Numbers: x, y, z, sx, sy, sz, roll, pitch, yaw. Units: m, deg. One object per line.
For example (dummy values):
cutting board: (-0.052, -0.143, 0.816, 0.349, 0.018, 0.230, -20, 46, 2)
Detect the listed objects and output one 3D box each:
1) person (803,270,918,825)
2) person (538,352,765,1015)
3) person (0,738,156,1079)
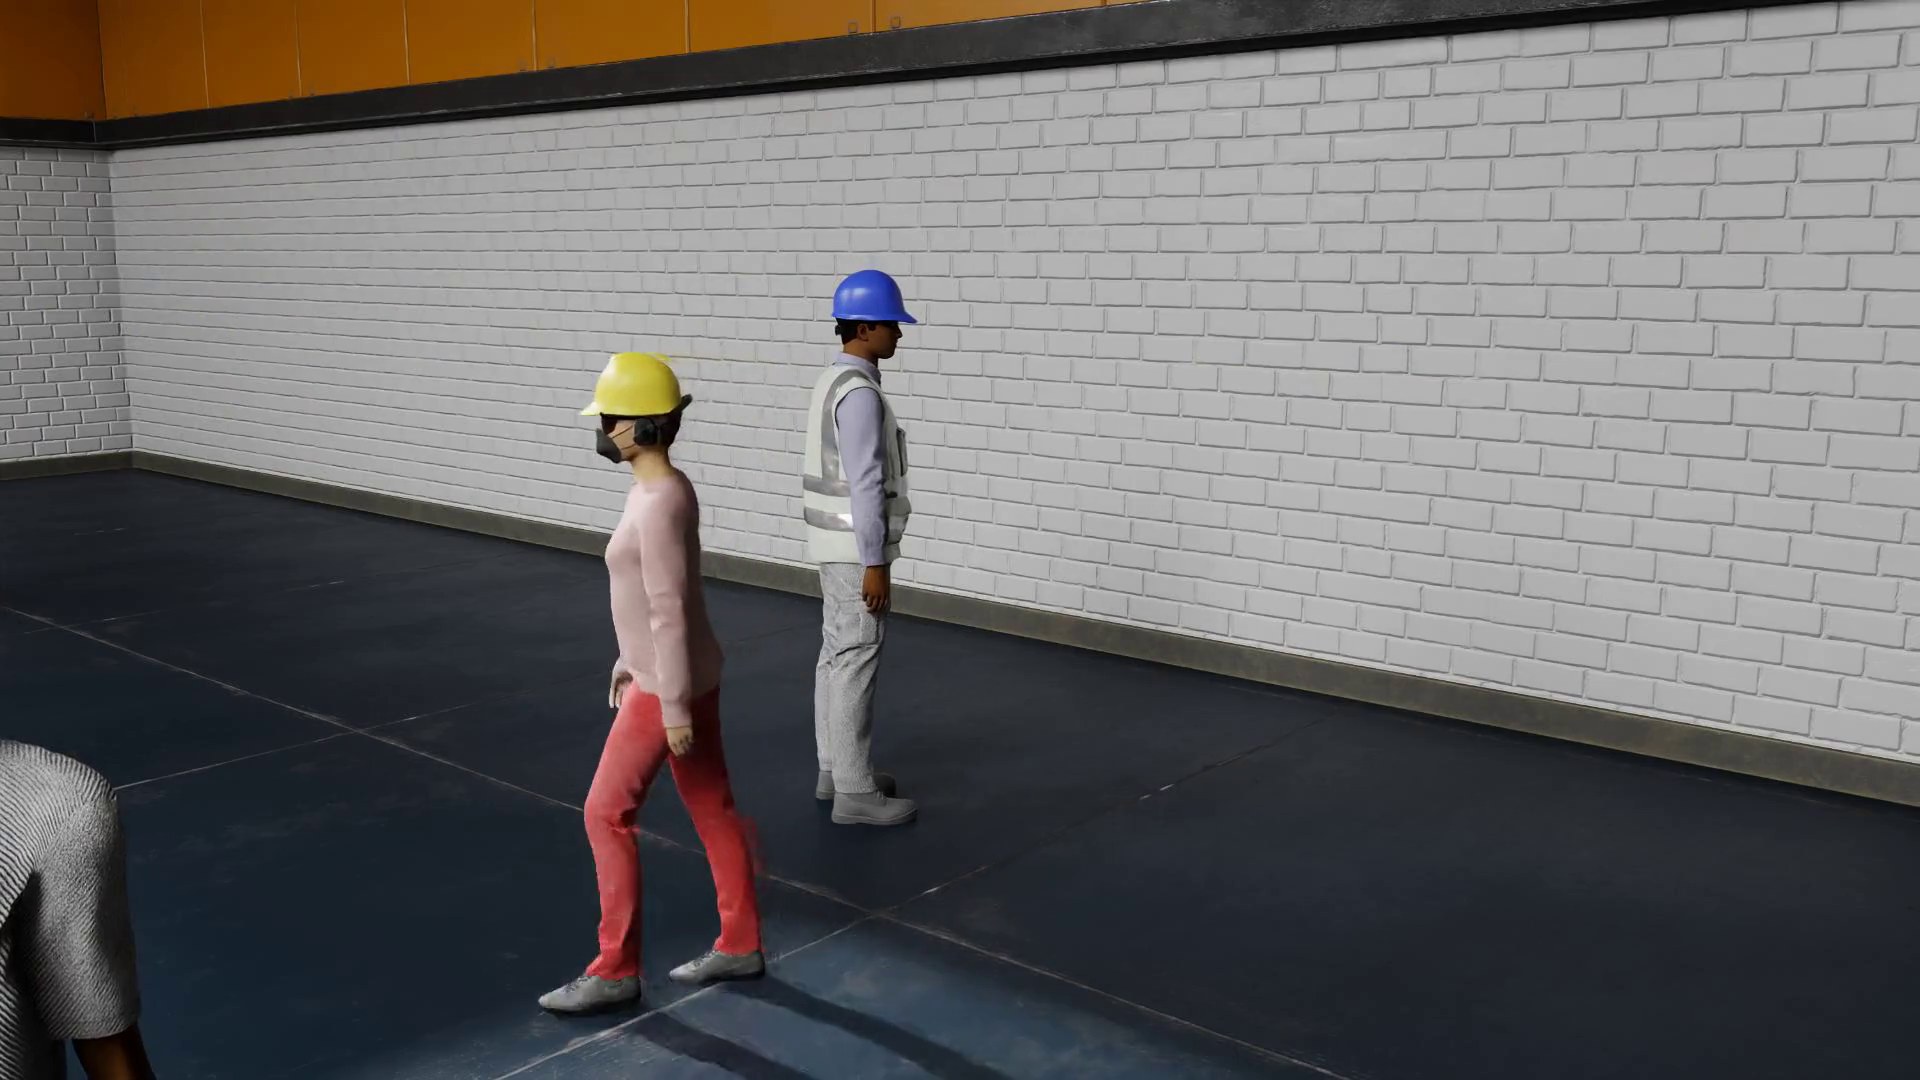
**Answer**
person: (-0.349, 0.024, 5.908, 0.404, 1.945, 0.616, -2, 10, -14)
person: (-0.859, 0.381, 4.431, 0.715, 1.745, 0.523, -1, 10, -3)
person: (-1.042, 0.815, 1.644, 0.530, 1.864, 0.313, 0, 10, -2)
